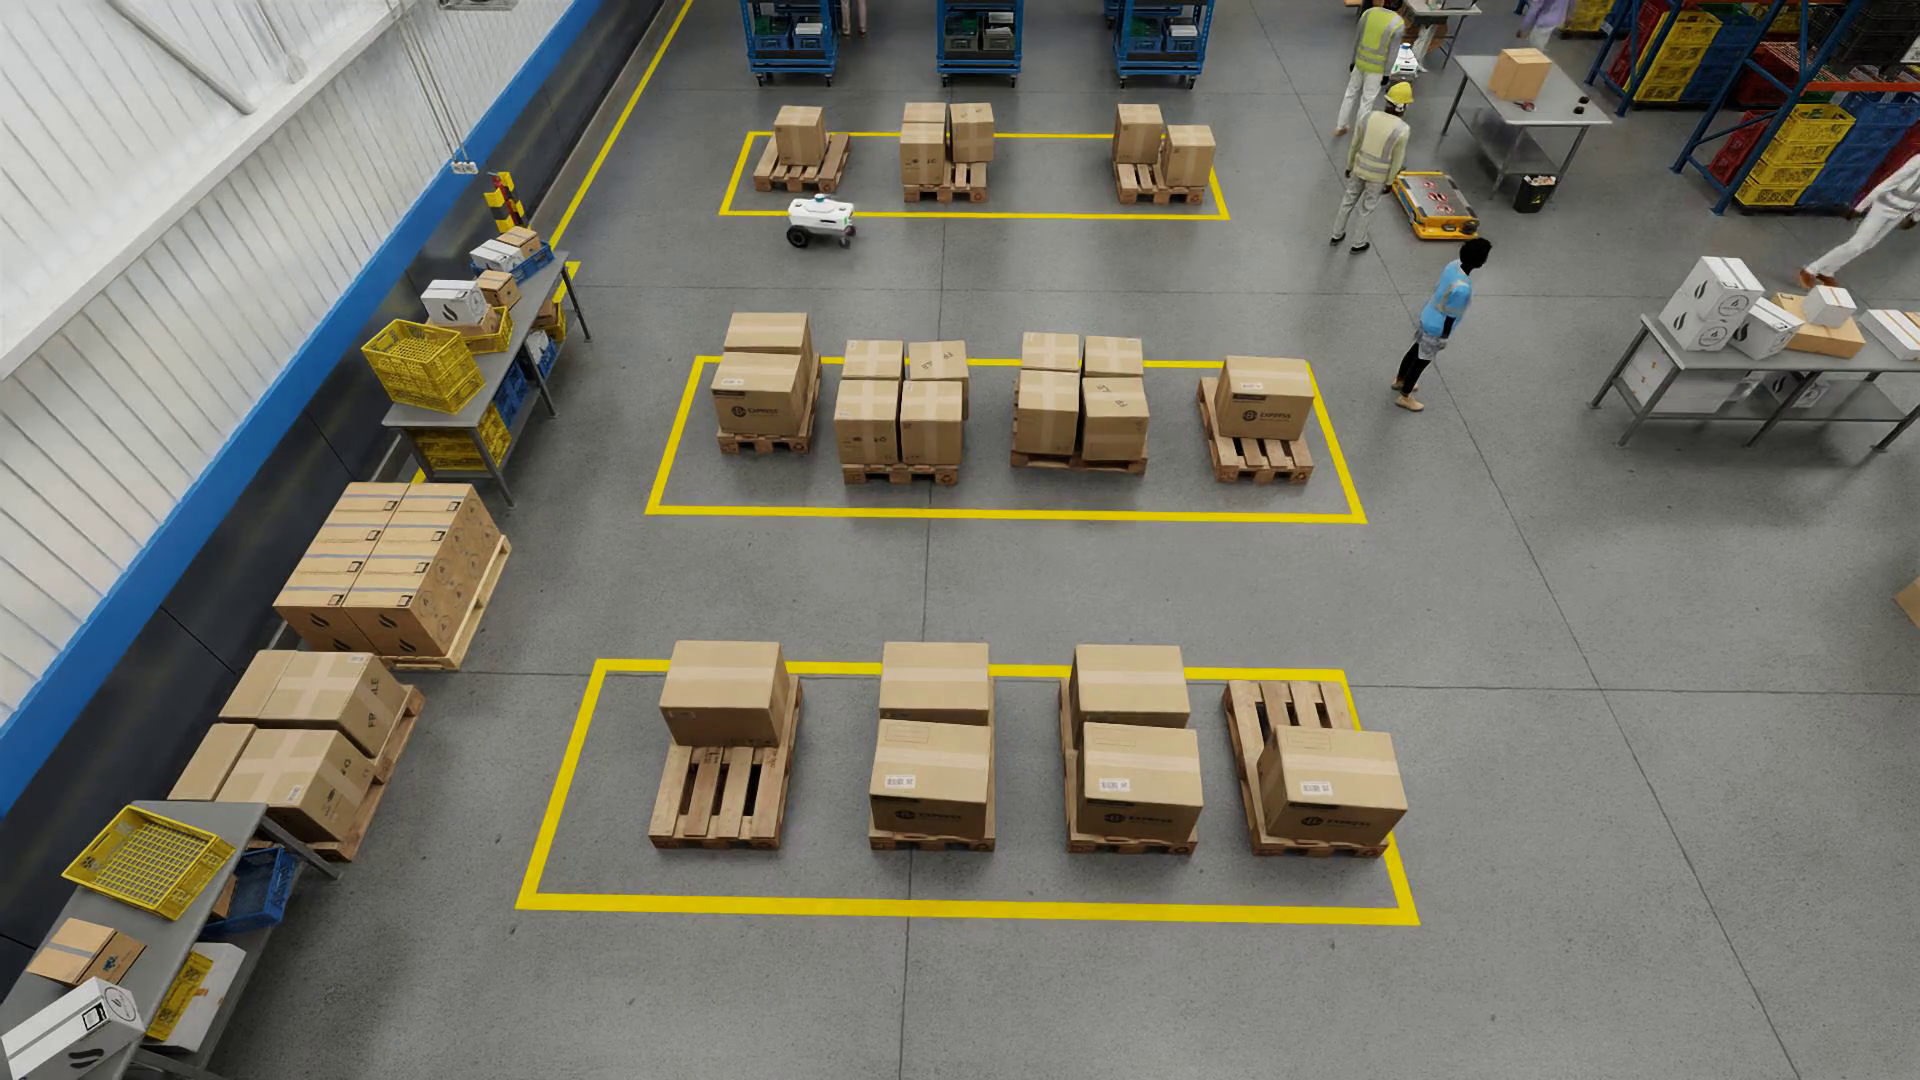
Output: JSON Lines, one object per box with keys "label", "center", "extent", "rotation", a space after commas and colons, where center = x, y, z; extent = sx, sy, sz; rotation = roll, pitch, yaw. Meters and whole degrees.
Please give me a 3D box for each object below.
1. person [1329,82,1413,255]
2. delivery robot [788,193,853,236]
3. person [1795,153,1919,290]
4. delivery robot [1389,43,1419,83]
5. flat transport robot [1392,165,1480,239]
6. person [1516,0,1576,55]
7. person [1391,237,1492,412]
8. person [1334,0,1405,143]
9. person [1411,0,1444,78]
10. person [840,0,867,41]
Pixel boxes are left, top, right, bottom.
{"label": "person", "center": [4.484, -4.020, 9.973], "extent": [0.404, 1.827, 0.589], "rotation": [-32, 56, -24]}
{"label": "delivery robot", "center": [-1.585, -3.718, 10.487], "extent": [0.707, 0.478, 0.477], "rotation": [7, 49, 6]}
{"label": "person", "center": [9.555, -3.382, 9.404], "extent": [0.603, 1.848, 0.463], "rotation": [-8, 50, -7]}
{"label": "delivery robot", "center": [6.376, -6.918, 13.257], "extent": [0.477, 0.478, 0.707], "rotation": [4, 49, 3]}
{"label": "flat transport robot", "center": [5.692, -4.094, 11.059], "extent": [0.652, 0.197, 1.431], "rotation": [1, 49, 1]}
{"label": "person", "center": [7.986, -7.135, 12.633], "extent": [0.707, 1.879, 0.877], "rotation": [-25, 54, -20]}
{"label": "person", "center": [4.316, -1.946, 8.261], "extent": [0.322, 1.697, 0.532], "rotation": [10, 50, 8]}
{"label": "person", "center": [5.269, -6.070, 11.741], "extent": [0.430, 1.841, 0.624], "rotation": [-27, 54, -22]}
{"label": "person", "center": [6.806, -7.525, 13.137], "extent": [0.317, 1.631, 0.523], "rotation": [36, 58, 27]}
{"label": "person", "center": [-1.665, -8.727, 13.947], "extent": [0.629, 1.980, 0.410], "rotation": [-18, 51, -15]}
